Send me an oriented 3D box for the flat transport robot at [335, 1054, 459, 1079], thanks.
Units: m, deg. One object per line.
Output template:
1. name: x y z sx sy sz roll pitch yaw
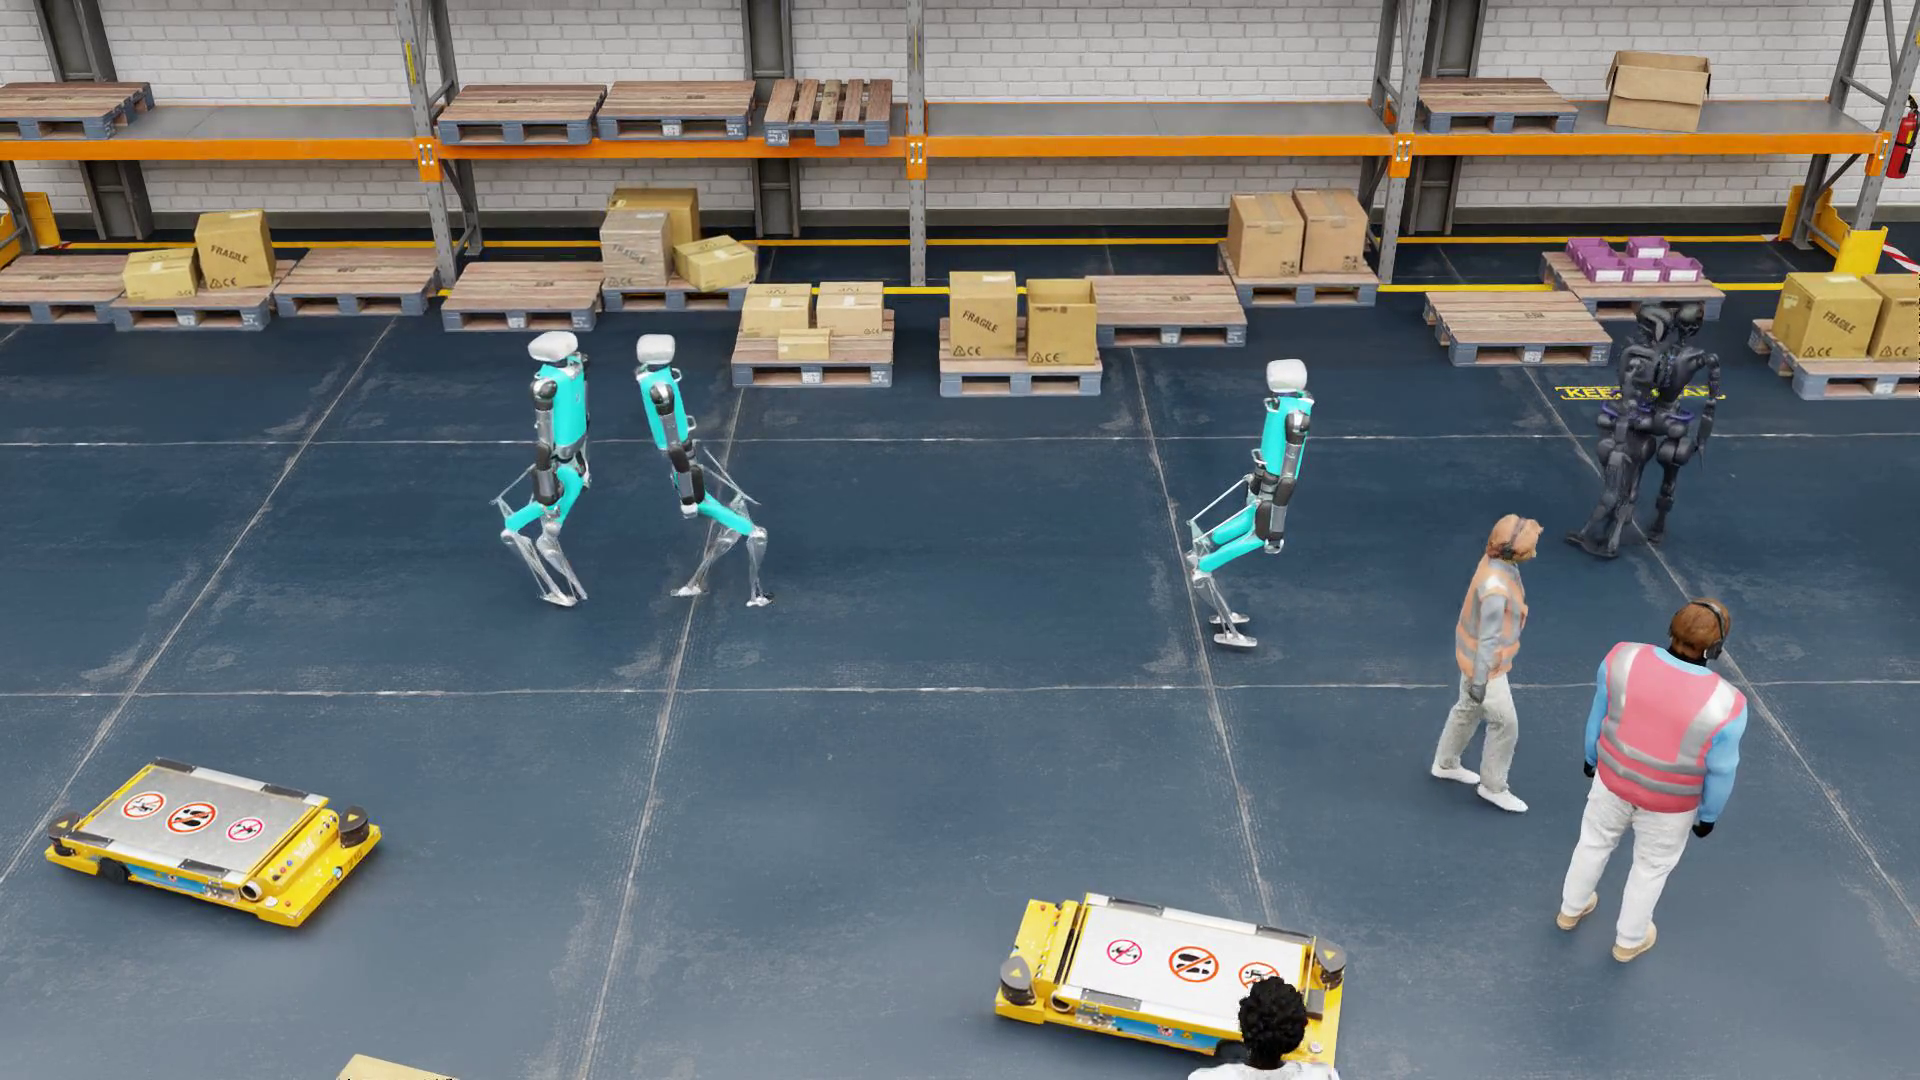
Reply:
1. flat transport robot: -1.888 2.851 5.664 1.431 0.231 0.659 9 32 14

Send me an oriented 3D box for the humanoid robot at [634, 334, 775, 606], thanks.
1. humanoid robot: -1.400 -0.380 9.659 0.851 1.794 0.537 -9 32 -14

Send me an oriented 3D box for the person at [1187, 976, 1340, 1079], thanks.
1. person: 0.955 2.102 5.532 0.540 1.678 0.397 -1 31 -2

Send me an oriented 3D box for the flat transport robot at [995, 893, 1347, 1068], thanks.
1. flat transport robot: 0.924 1.912 7.228 1.431 0.231 0.659 8 32 13

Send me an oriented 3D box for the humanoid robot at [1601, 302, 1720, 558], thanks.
1. humanoid robot: 4.283 -0.656 10.178 0.588 1.650 0.631 22 37 32

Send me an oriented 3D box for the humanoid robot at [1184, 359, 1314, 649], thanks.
1. humanoid robot: 1.525 -0.196 9.213 0.718 1.693 0.533 0 31 -1

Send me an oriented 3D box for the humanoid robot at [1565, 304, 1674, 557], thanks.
1. humanoid robot: 4.071 -0.674 10.170 0.340 1.645 0.585 19 36 29

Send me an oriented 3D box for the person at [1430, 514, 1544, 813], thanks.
1. person: 2.649 0.591 8.106 0.521 1.620 0.551 8 32 13

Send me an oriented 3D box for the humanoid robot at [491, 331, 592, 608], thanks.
1. humanoid robot: -2.440 -0.363 9.617 0.703 1.814 0.554 8 32 13

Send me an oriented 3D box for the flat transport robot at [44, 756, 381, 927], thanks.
1. flat transport robot: -3.606 1.435 8.021 1.431 0.231 0.659 10 32 16

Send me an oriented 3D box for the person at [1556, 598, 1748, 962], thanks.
1. person: 2.981 1.043 7.164 0.633 1.830 0.430 26 39 36
